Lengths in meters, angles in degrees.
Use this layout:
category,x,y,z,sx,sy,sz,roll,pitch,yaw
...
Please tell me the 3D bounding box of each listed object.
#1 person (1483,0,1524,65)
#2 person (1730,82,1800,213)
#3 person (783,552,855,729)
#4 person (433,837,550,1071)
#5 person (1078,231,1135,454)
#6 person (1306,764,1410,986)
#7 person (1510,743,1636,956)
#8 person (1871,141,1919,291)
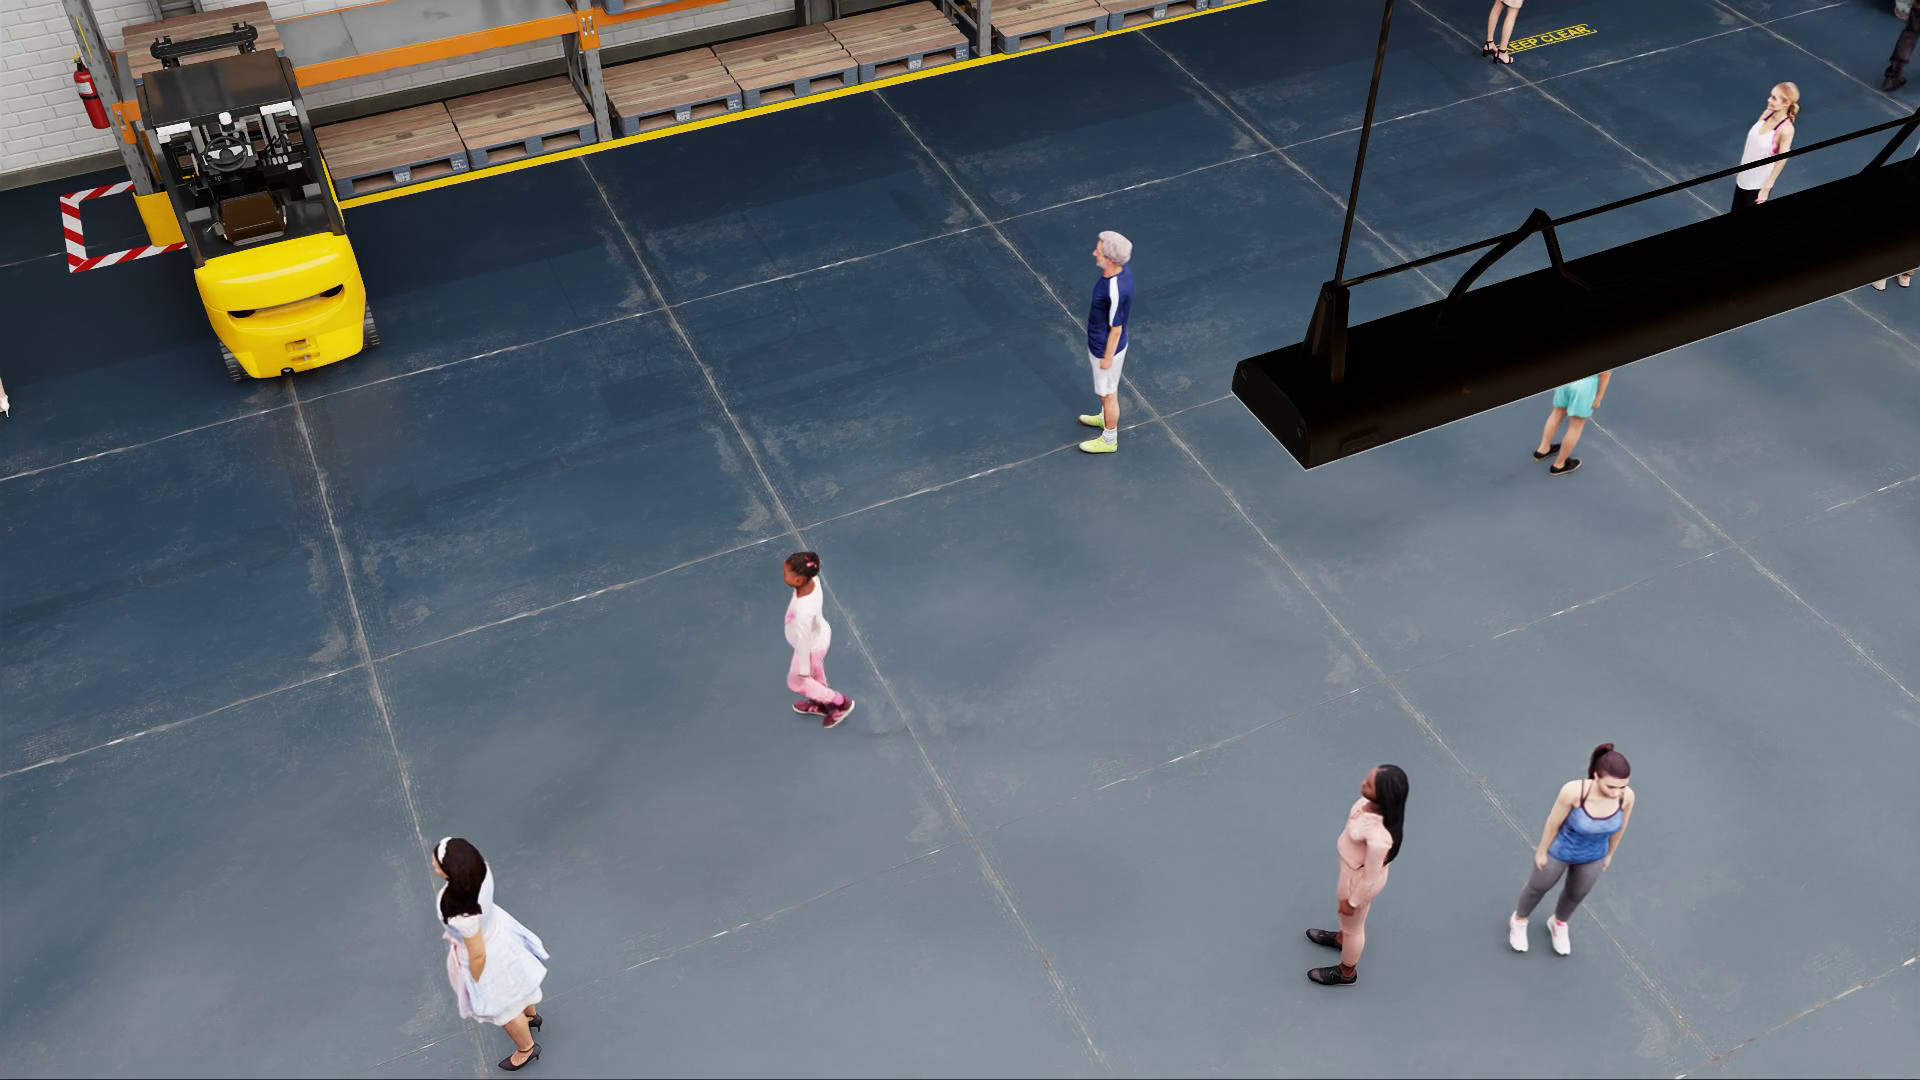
category,x,y,z,sx,sy,sz,roll,pitch,yaw
person,5.467,-5.598,16.382,0.496,1.830,0.565,-16,46,-16
person,6.511,-2.925,13.608,0.630,1.786,0.674,-4,44,-5
person,-0.849,0.615,10.144,0.760,1.439,0.700,2,44,2
person,-2.360,2.076,8.336,0.849,1.817,0.812,-2,44,-3
person,1.066,-1.434,12.006,0.711,1.838,0.719,2,44,2
person,2.110,1.748,8.749,0.723,1.722,0.700,7,44,7
person,3.295,1.664,8.921,0.610,1.607,0.707,3,44,3
person,7.875,-2.858,13.519,0.613,1.811,0.800,-6,44,-6
